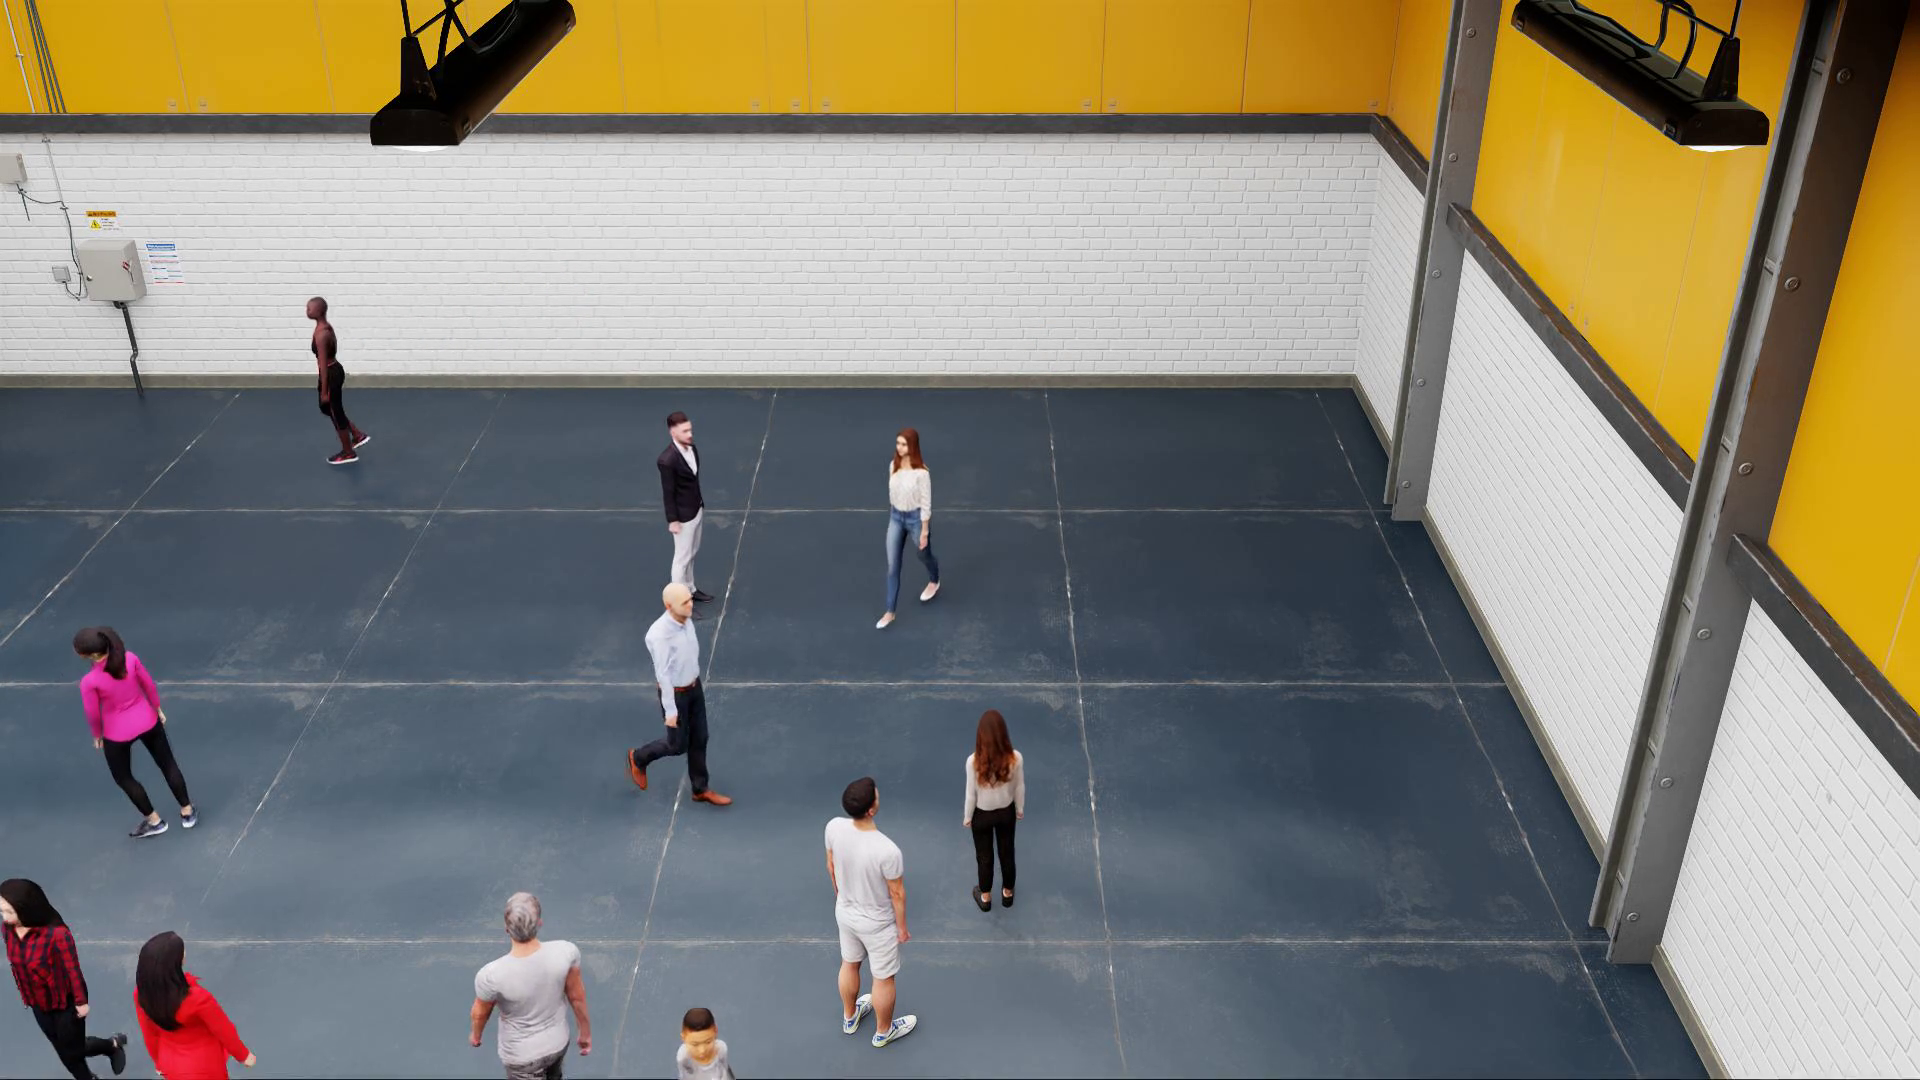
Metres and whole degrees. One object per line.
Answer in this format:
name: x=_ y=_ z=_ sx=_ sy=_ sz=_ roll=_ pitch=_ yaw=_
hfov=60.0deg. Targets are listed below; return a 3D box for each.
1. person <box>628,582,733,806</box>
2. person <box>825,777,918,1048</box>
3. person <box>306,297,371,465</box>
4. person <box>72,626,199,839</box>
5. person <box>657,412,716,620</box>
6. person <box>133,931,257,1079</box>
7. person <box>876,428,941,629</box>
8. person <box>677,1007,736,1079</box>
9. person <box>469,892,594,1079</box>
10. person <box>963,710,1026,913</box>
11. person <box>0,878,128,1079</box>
person: x=-2.025 y=1.086 z=11.621 sx=0.958 sy=1.776 sz=1.056 roll=10 pitch=30 yaw=18
person: x=-0.540 y=2.143 z=9.599 sx=0.766 sy=1.855 sz=0.778 roll=18 pitch=33 yaw=30
person: x=-6.148 y=-1.585 z=16.545 sx=0.742 sy=1.749 sz=0.695 roll=-9 pitch=30 yaw=-16
person: x=-5.624 y=1.306 z=11.319 sx=0.737 sy=1.678 sz=0.834 roll=-22 pitch=36 yaw=-35
person: x=-2.320 y=-0.240 z=13.984 sx=0.775 sy=1.840 sz=0.581 roll=8 pitch=30 yaw=14
person: x=-3.974 y=2.784 z=8.552 sx=0.712 sy=1.733 sz=0.756 roll=9 pitch=30 yaw=17
person: x=-0.364 y=-0.151 z=13.992 sx=0.976 sy=1.676 sz=1.184 roll=17 pitch=33 yaw=28
person: x=-1.318 y=2.905 z=8.630 sx=0.672 sy=1.447 sz=0.734 roll=-7 pitch=29 yaw=-12
person: x=-2.157 y=2.704 z=8.657 sx=1.121 sy=1.773 sz=1.250 roll=-21 pitch=35 yaw=-33
person: x=0.220 y=1.752 z=10.705 sx=0.586 sy=1.483 sz=0.530 roll=-6 pitch=29 yaw=-10
person: x=-4.947 y=2.466 z=9.229 sx=0.685 sy=1.643 sz=0.760 roll=9 pitch=30 yaw=15
